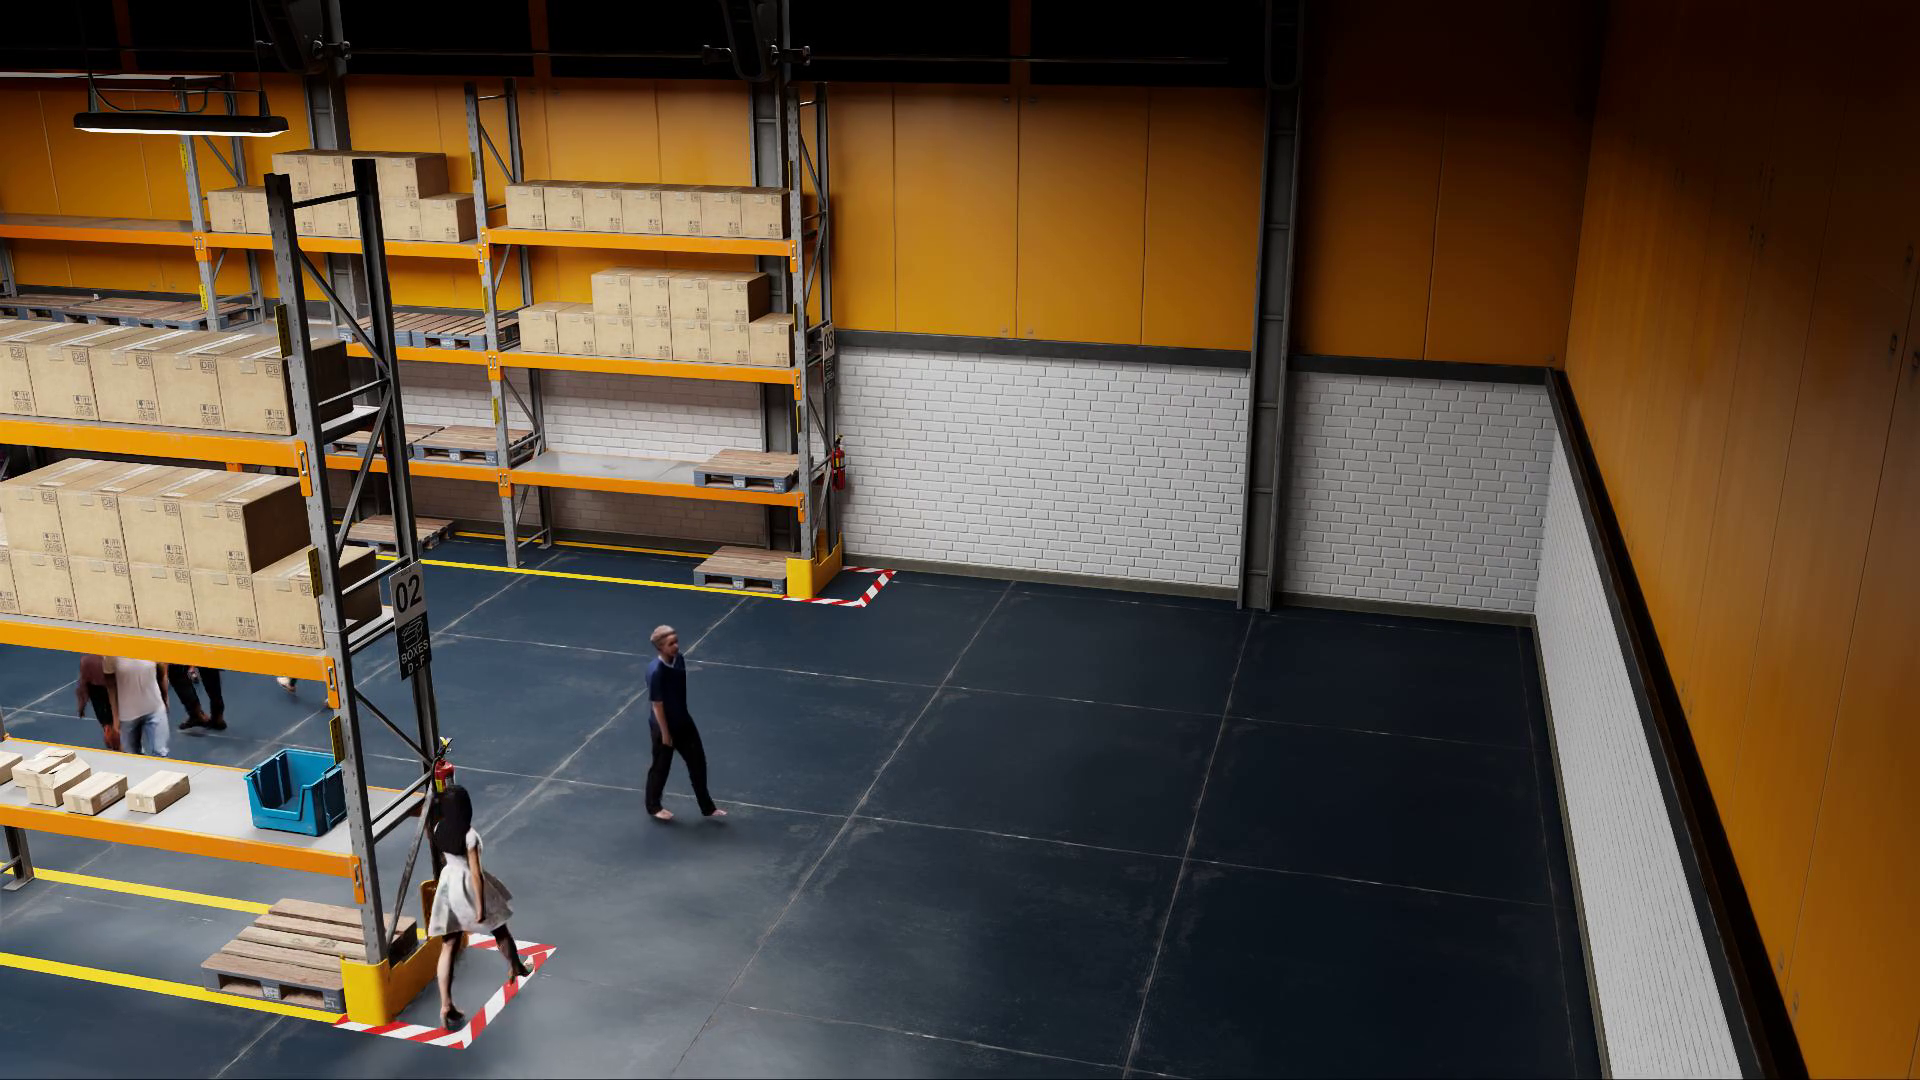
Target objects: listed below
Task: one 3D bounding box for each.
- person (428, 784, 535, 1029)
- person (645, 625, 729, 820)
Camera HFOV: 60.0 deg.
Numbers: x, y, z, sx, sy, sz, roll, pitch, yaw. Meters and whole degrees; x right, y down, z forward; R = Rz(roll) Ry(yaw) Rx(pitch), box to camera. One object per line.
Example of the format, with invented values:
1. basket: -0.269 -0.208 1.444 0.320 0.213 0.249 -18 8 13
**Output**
1. person: -3.580 2.624 11.795 1.065 1.728 0.837 9 21 26
2. person: -2.623 1.617 14.613 1.041 1.838 0.789 9 20 24
